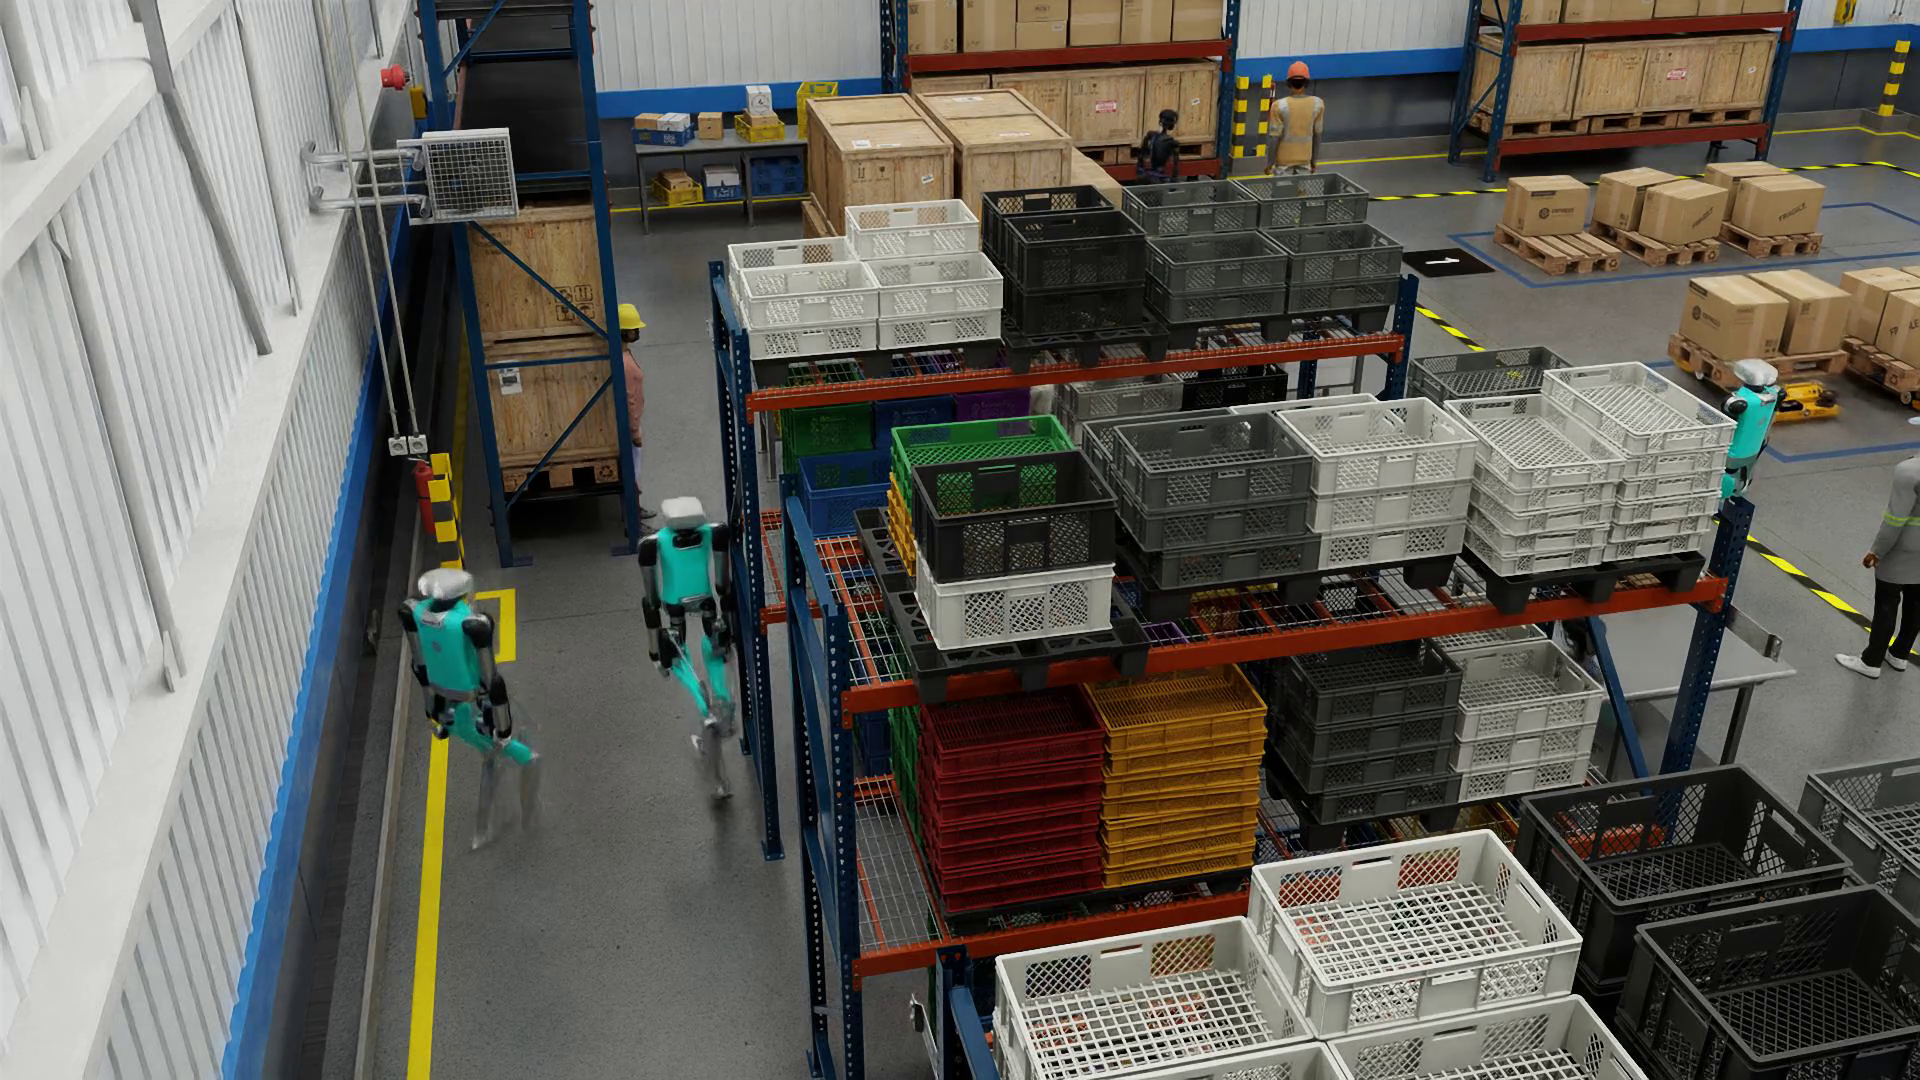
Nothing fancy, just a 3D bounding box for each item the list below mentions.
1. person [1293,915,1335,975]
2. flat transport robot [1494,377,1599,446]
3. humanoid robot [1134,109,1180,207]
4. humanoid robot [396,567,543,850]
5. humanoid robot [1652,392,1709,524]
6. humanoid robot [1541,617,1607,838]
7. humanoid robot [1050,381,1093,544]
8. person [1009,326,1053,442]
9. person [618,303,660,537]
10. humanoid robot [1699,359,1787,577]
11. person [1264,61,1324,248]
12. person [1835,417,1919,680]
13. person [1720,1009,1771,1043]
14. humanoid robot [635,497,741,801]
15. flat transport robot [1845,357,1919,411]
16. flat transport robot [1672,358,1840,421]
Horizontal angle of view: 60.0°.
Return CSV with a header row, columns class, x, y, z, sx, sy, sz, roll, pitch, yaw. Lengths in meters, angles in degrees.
class,x,y,z,sx,sy,sz,roll,pitch,yaw
person,1.224,2.164,6.211,1.021,1.873,0.554,-7,29,-12
flat transport robot,4.780,-1.036,14.013,0.659,0.231,1.431,-6,28,-12
humanoid robot,2.029,-3.743,17.639,0.443,1.633,0.621,-22,35,-36
humanoid robot,-2.501,0.875,8.844,0.531,1.829,0.697,10,30,19
humanoid robot,4.634,-0.174,10.817,0.796,1.792,0.535,-19,33,-31
humanoid robot,3.094,1.082,8.488,0.352,1.656,0.600,17,32,29
humanoid robot,0.569,-0.093,10.735,0.775,1.859,0.541,-11,30,-20
person,0.444,-0.638,11.579,0.507,1.839,0.338,24,36,37
person,-2.394,-0.871,12.102,0.337,1.761,0.522,-8,29,-15
humanoid robot,5.020,-0.479,11.242,0.533,1.673,0.735,-15,31,-26
person,3.580,-4.129,17.989,0.607,2.035,0.400,-6,28,-11
person,5.892,0.004,10.346,0.586,1.848,0.394,-9,29,-17
person,2.723,2.325,5.949,0.429,1.843,0.624,-5,28,-8
humanoid robot,-1.403,0.689,9.247,0.530,1.790,1.046,-13,31,-23
flat transport robot,8.473,-1.467,14.800,0.652,0.197,1.431,-6,28,-12
flat transport robot,7.046,-1.442,14.753,0.652,0.197,1.431,-6,28,-12
